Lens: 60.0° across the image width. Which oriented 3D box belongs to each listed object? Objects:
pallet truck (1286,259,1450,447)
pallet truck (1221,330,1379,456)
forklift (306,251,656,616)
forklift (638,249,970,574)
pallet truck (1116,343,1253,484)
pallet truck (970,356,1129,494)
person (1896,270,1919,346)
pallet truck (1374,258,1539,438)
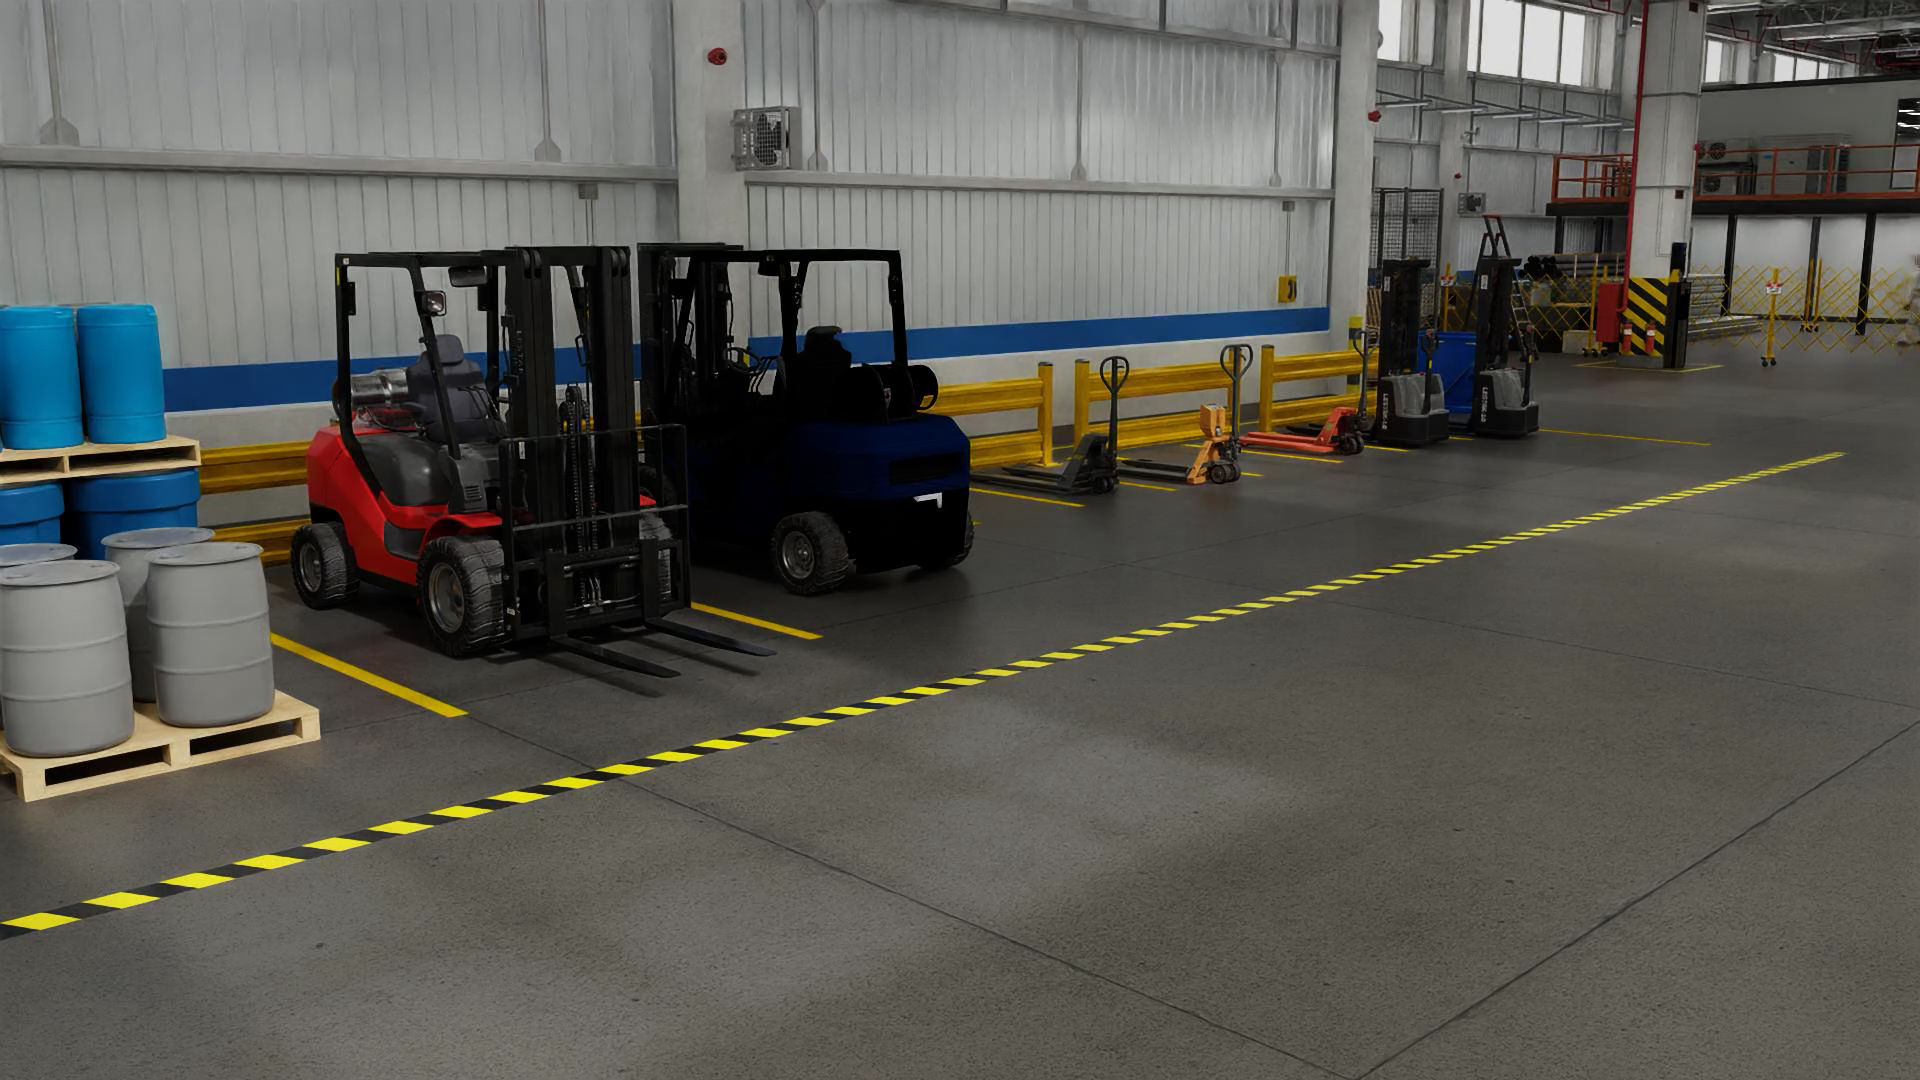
[{"bbox_3d":[4.493,-2.078,18.196,0.823,1.965,1.885,-9,14,-40],"label":"pallet truck"},{"bbox_3d":[3.563,-1.581,17.381,0.653,1.274,1.630,-10,14,-44],"label":"pallet truck"},{"bbox_3d":[-2.833,-0.669,9.694,1.157,1.987,2.680,-10,14,-44],"label":"forklift"},{"bbox_3d":[-1.173,-0.958,11.239,2.680,1.987,1.157,10,14,43],"label":"forklift"},{"bbox_3d":[1.962,-1.215,15.415,1.522,1.261,0.704,10,14,43],"label":"pallet truck"},{"bbox_3d":[0.784,-1.085,14.876,0.680,1.201,1.601,-10,14,-44],"label":"pallet truck"},{"bbox_3d":[19.312,-4.775,33.366,0.581,1.837,0.955,-7,13,-34],"label":"person"},{"bbox_3d":[5.704,-2.208,18.901,1.885,1.965,0.823,10,14,43],"label":"pallet truck"}]
